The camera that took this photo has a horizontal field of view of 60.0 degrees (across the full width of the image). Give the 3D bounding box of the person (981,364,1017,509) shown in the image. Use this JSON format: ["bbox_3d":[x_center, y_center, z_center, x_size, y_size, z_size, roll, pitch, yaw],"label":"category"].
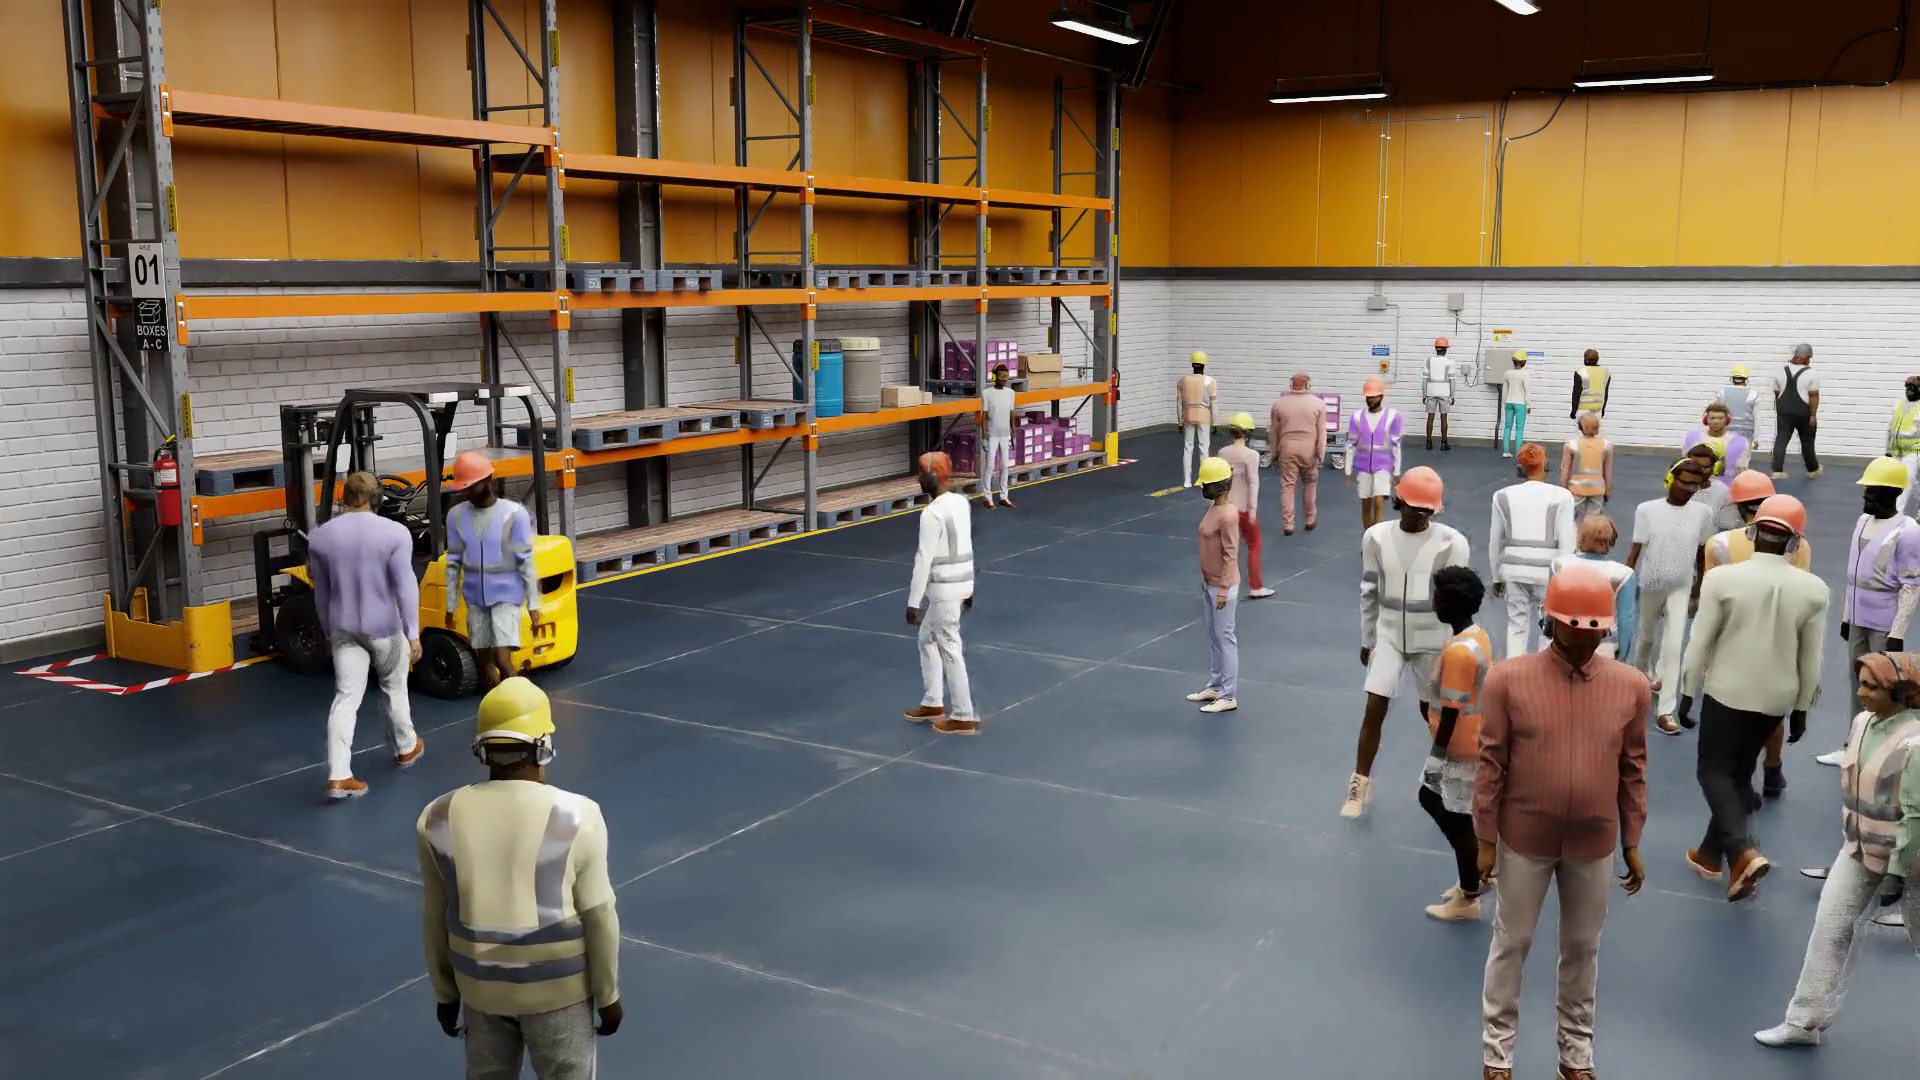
[{"bbox_3d":[0.497,-1.325,21.314,0.515,1.862,0.329,-5,10,-29],"label":"person"}]

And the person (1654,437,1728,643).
[{"bbox_3d":[5.821,0.039,13.221,0.688,1.720,0.490,-5,10,-28],"label":"person"}]

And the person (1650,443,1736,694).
[{"bbox_3d":[5.321,0.199,11.984,0.980,1.807,0.552,-8,12,-42],"label":"person"}]

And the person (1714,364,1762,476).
[{"bbox_3d":[10.193,-1.395,21.828,0.599,1.830,0.404,7,11,35],"label":"person"}]

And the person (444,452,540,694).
[{"bbox_3d":[-2.958,0.382,10.528,0.613,1.899,0.483,1,9,8],"label":"person"}]

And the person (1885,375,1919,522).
[{"bbox_3d":[11.419,-1.073,19.912,0.896,1.812,0.633,-3,10,-17],"label":"person"}]

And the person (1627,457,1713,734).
[{"bbox_3d":[4.732,0.335,11.162,0.532,1.798,1.018,3,10,18],"label":"person"}]

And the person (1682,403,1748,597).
[{"bbox_3d":[6.958,-0.354,15.394,0.594,1.804,0.907,4,10,24],"label":"person"}]

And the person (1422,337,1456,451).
[{"bbox_3d":[8.163,-2.491,28.352,0.552,1.933,0.368,5,10,27],"label":"person"}]

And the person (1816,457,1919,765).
[{"bbox_3d":[5.457,0.464,9.922,0.359,1.930,0.590,-1,9,-3],"label":"person"}]

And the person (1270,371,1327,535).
[{"bbox_3d":[3.947,-1.018,19.324,0.668,1.870,0.898,3,10,20],"label":"person"}]

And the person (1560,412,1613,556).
[{"bbox_3d":[6.282,-0.470,16.698,0.528,1.627,0.392,1,9,4],"label":"person"}]

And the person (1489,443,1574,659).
[{"bbox_3d":[3.900,0.269,11.417,0.602,1.839,0.577,6,11,33],"label":"person"}]

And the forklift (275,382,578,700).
[{"bbox_3d":[-3.974,-0.067,12.417,2.313,2.155,1.214,5,11,30],"label":"forklift"}]

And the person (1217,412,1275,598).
[{"bbox_3d":[2.604,-0.304,15.316,0.777,1.733,0.546,-7,12,-38],"label":"person"}]

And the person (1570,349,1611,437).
[{"bbox_3d":[9.749,-2.039,25.819,0.627,1.847,0.429,-3,9,-16],"label":"person"}]

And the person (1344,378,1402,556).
[{"bbox_3d":[4.315,-0.742,17.508,0.566,1.906,0.794,5,10,28],"label":"person"}]

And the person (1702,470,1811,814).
[{"bbox_3d":[4.519,0.554,9.455,0.574,1.896,0.863,5,11,30],"label":"person"}]

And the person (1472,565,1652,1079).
[{"bbox_3d":[2.152,1.067,5.969,0.609,1.992,0.386,0,9,3],"label":"person"}]

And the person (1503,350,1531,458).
[{"bbox_3d":[9.060,-2.197,27.043,0.315,1.770,0.524,-6,11,-33],"label":"person"}]

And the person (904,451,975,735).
[{"bbox_3d":[-0.184,0.344,10.886,0.717,1.856,0.611,4,10,22],"label":"person"}]

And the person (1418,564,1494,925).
[{"bbox_3d":[2.290,0.949,7.664,0.369,1.680,0.552,3,10,19],"label":"person"}]

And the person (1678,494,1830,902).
[{"bbox_3d":[3.826,0.759,7.997,0.646,1.955,0.768,0,9,2],"label":"person"}]

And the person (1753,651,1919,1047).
[{"bbox_3d":[3.592,1.204,6.360,0.885,1.593,0.528,-1,9,-4],"label":"person"}]

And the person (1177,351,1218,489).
[{"bbox_3d":[3.317,-1.670,23.252,0.586,1.928,0.364,4,10,24],"label":"person"}]

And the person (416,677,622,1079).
[{"bbox_3d":[-1.299,1.313,4.977,0.593,1.824,0.403,2,9,10],"label":"person"}]

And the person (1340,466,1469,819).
[{"bbox_3d":[2.553,0.554,9.314,0.624,1.997,0.894,6,11,33],"label":"person"}]

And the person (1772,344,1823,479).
[{"bbox_3d":[12.308,-1.907,24.376,1.002,2.000,0.697,-6,11,-34],"label":"person"}]

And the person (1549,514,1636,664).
[{"bbox_3d":[3.716,0.646,9.807,0.520,1.603,0.816,6,11,32],"label":"person"}]

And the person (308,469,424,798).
[{"bbox_3d":[-3.468,0.524,9.743,0.660,1.875,1.051,0,9,3],"label":"person"}]

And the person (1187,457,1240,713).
[{"bbox_3d":[1.760,0.304,11.456,0.321,1.761,0.522,-1,9,-6],"label":"person"}]
